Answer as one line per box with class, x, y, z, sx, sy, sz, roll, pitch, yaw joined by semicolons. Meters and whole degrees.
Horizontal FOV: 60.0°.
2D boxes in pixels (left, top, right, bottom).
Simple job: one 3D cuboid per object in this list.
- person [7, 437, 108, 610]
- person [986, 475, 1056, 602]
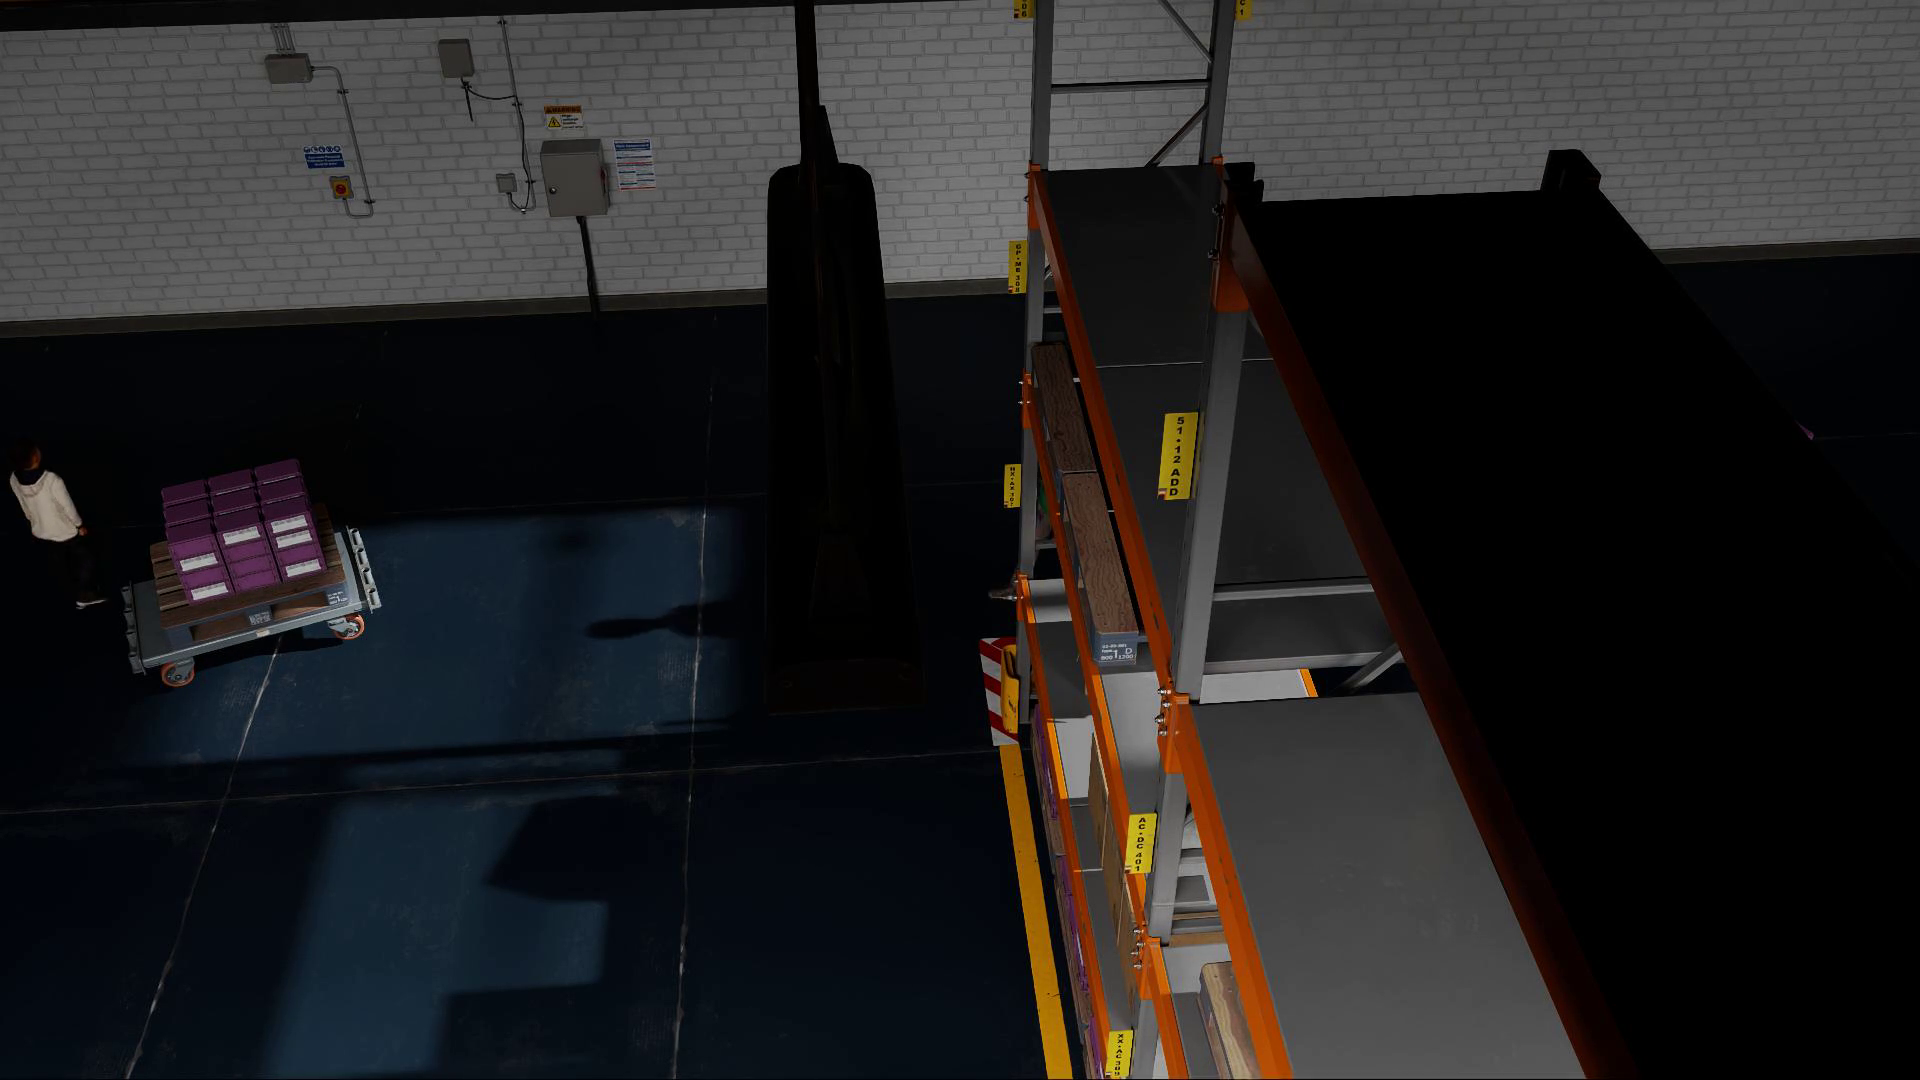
person;-6.432;-0.062;11.766;0.648;1.451;0.620;6;39;7
person;0.779;-0.224;11.831;0.946;1.622;1.066;-18;42;-21
